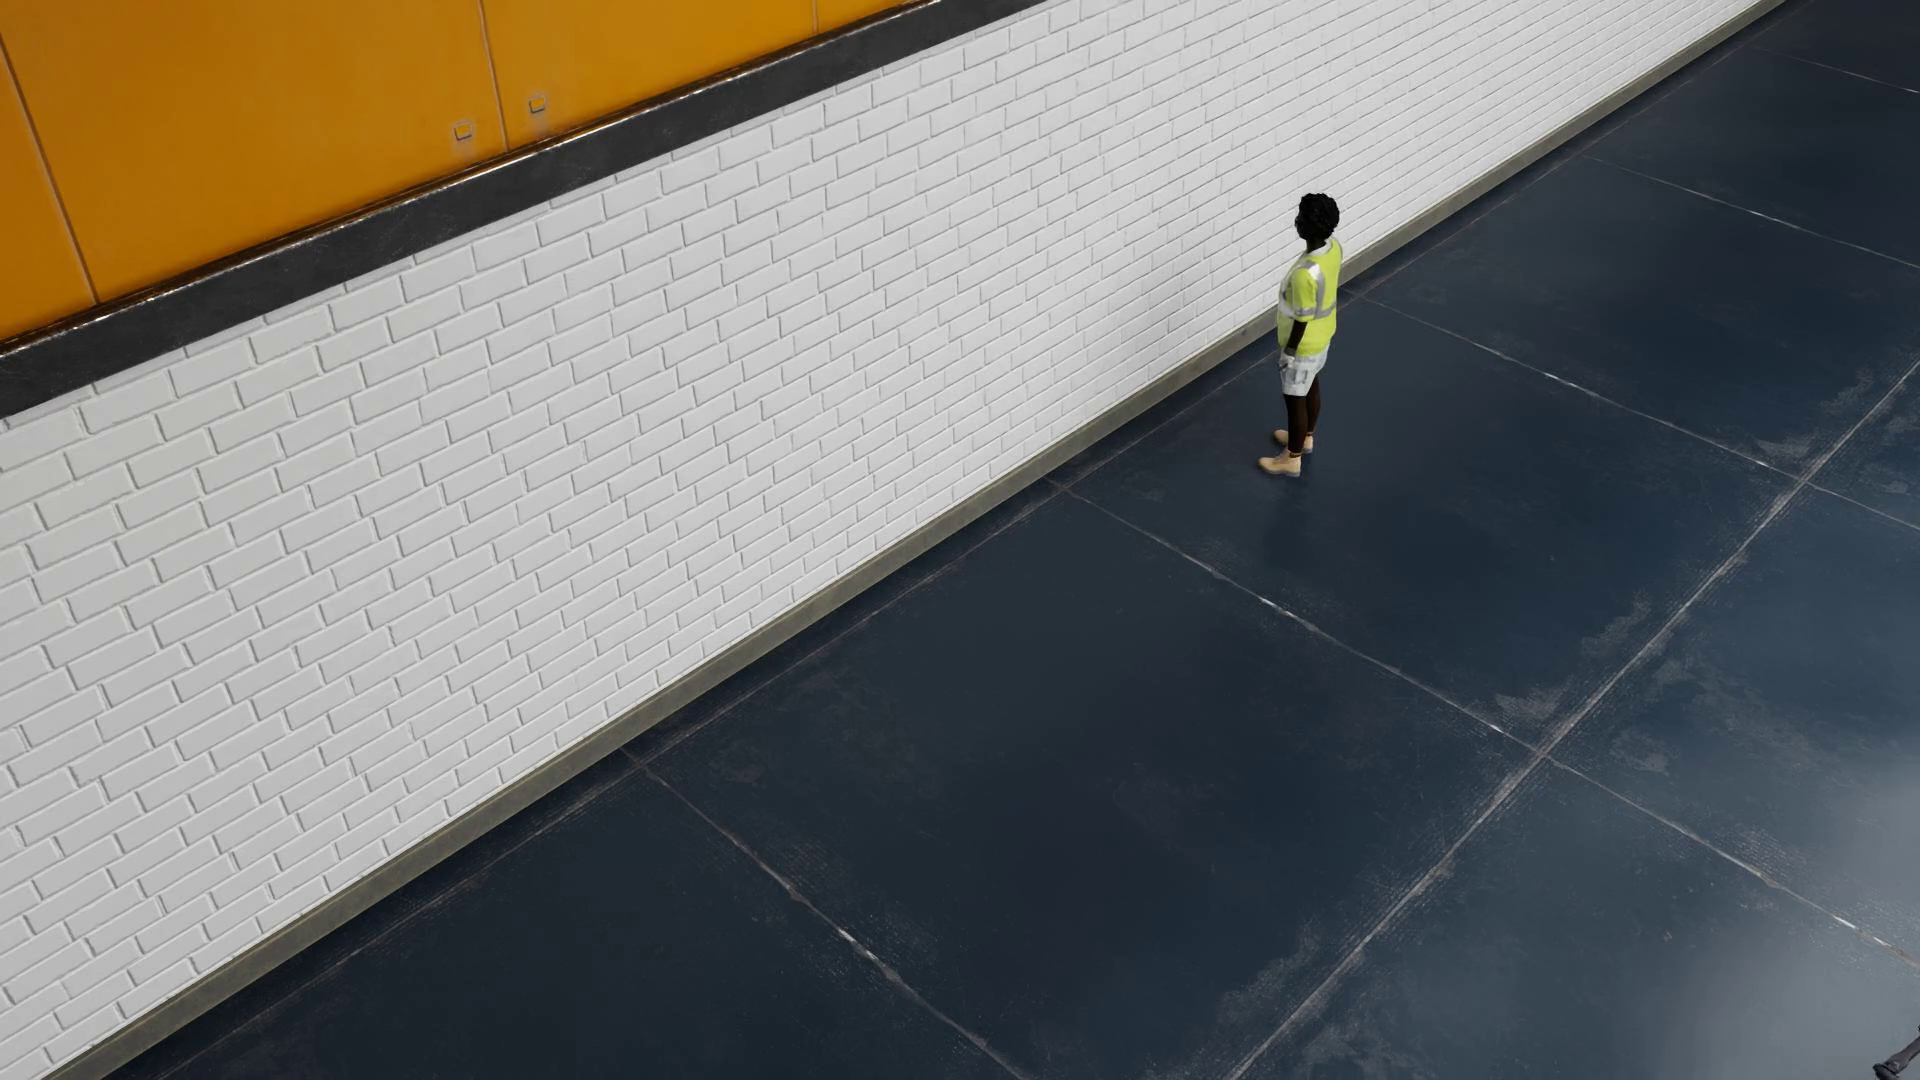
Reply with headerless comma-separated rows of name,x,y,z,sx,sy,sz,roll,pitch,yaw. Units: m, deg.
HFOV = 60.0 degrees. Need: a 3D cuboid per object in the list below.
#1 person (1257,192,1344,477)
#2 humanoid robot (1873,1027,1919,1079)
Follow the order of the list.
person,1.893,-1.124,9.180,0.319,1.695,0.538,19,42,22
humanoid robot,3.727,1.519,5.892,0.473,1.638,0.596,-14,41,-17
